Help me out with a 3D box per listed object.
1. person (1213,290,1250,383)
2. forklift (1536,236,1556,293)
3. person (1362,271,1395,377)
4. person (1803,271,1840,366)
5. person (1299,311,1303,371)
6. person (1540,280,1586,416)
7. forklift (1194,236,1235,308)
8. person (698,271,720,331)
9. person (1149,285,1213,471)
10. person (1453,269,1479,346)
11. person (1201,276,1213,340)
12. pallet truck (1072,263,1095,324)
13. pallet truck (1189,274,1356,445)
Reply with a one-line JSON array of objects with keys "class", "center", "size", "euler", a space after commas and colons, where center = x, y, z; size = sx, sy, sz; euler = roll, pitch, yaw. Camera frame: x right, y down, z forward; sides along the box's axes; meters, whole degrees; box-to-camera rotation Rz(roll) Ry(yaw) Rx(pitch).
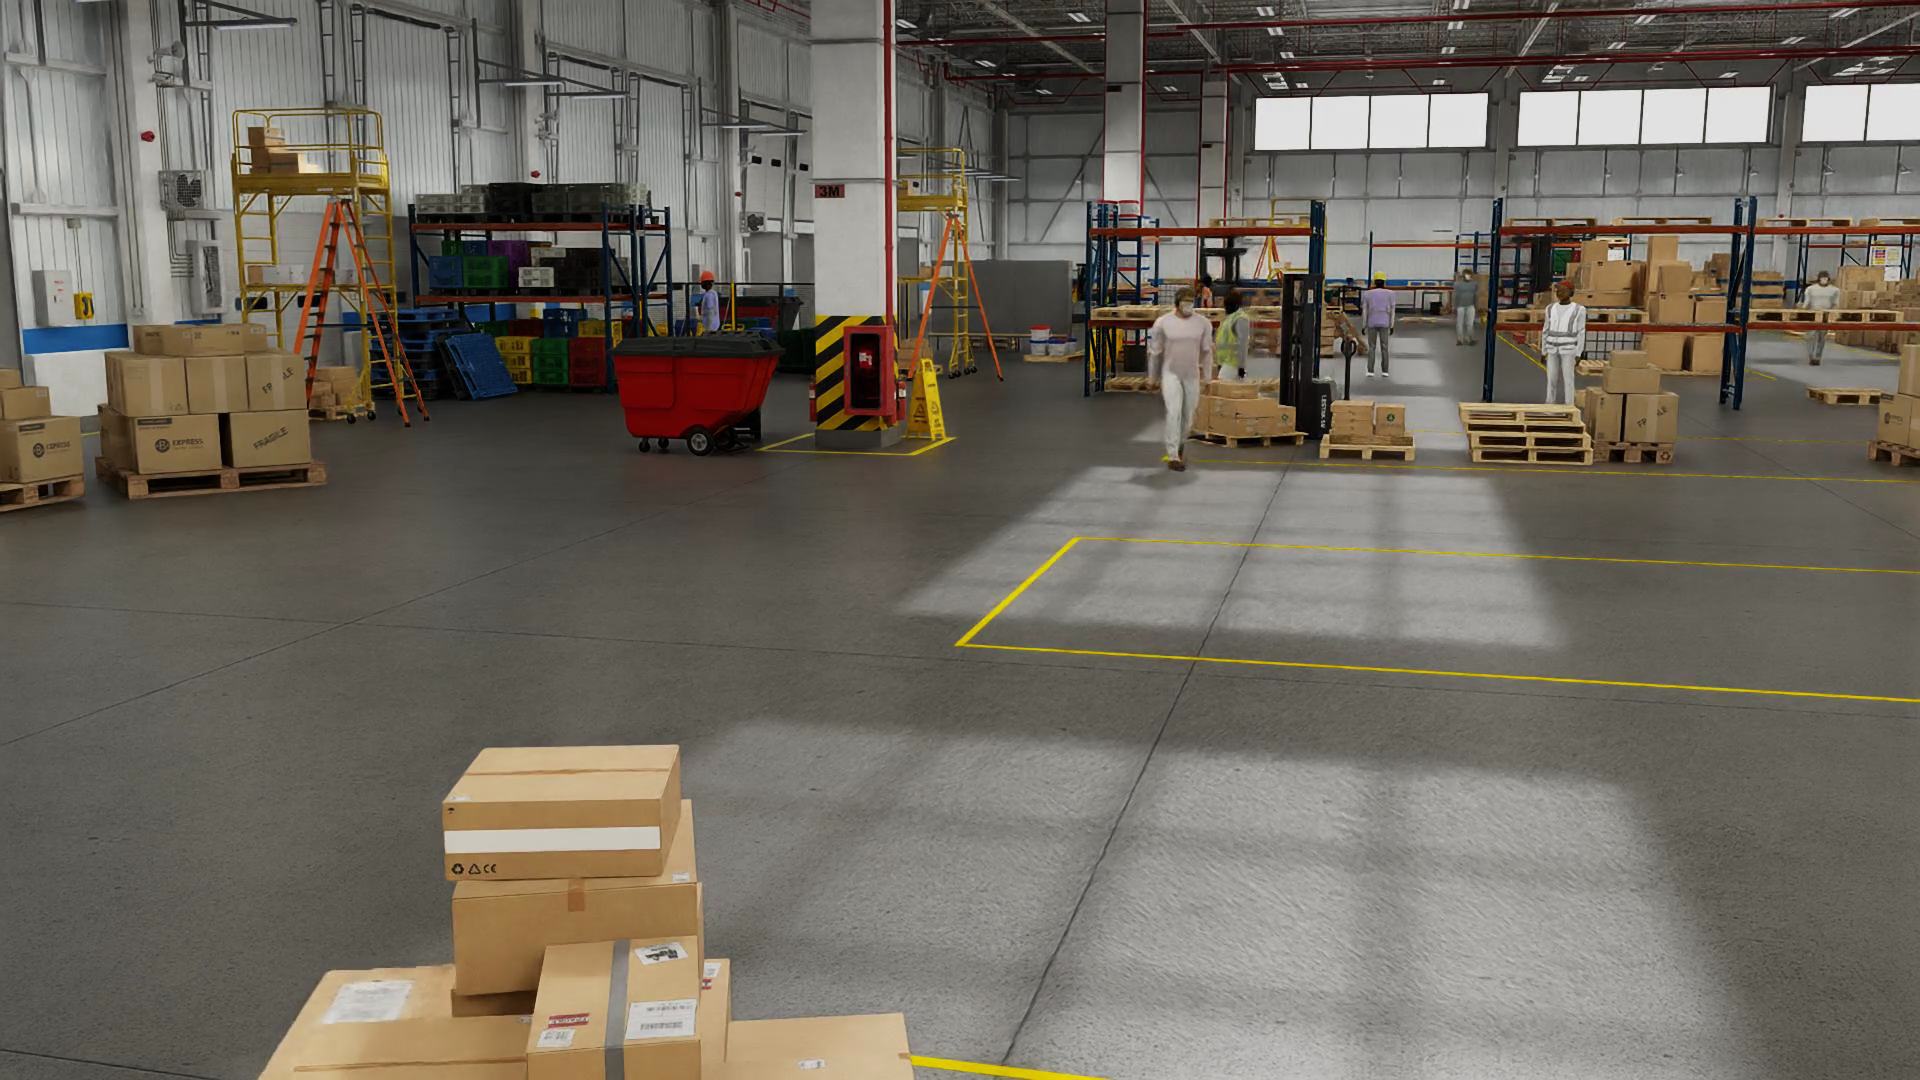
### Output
[{"class": "person", "center": [3.446, -2.218, 20.689], "size": [0.897, 1.793, 0.656], "euler": [-1, 10, -5]}, {"class": "forklift", "center": [18.277, -8.092, 52.050], "size": [1.873, 2.768, 1.129], "euler": [2, 10, 14]}, {"class": "person", "center": [7.649, -3.945, 30.445], "size": [0.588, 1.923, 0.383], "euler": [1, 10, 8]}, {"class": "person", "center": [17.268, -4.424, 33.332], "size": [0.656, 1.896, 0.957], "euler": [4, 10, 20]}, {"class": "person", "center": [6.711, -4.093, 31.867], "size": [0.485, 1.739, 0.319], "euler": [-8, 13, -40]}, {"class": "person", "center": [7.887, -2.459, 21.813], "size": [0.353, 1.884, 0.578], "euler": [-9, 13, -43]}, {"class": "forklift", "center": [6.998, -6.986, 45.536], "size": [1.129, 2.768, 1.873], "euler": [-1, 10, -8]}, {"class": "person", "center": [-4.448, -3.792, 29.500], "size": [0.360, 1.939, 0.543], "euler": [0, 10, -1]}, {"class": "person", "center": [2.273, -1.691, 17.253], "size": [0.663, 1.907, 0.814], "euler": [-1, 10, -5]}, {"class": "person", "center": [12.421, -5.687, 40.783], "size": [0.653, 1.891, 0.984], "euler": [0, 10, 2]}, {"class": "person", "center": [6.518, -6.113, 43.884], "size": [0.316, 1.696, 0.548], "euler": [3, 10, 14]}, {"class": "pallet truck", "center": [4.325, -8.180, 55.162], "size": [0.823, 1.965, 1.885], "euler": [6, 11, 31]}, {"class": "pallet truck", "center": [3.653, -2.138, 19.590], "size": [1.885, 1.965, 0.823], "euler": [-4, 10, -20]}]
